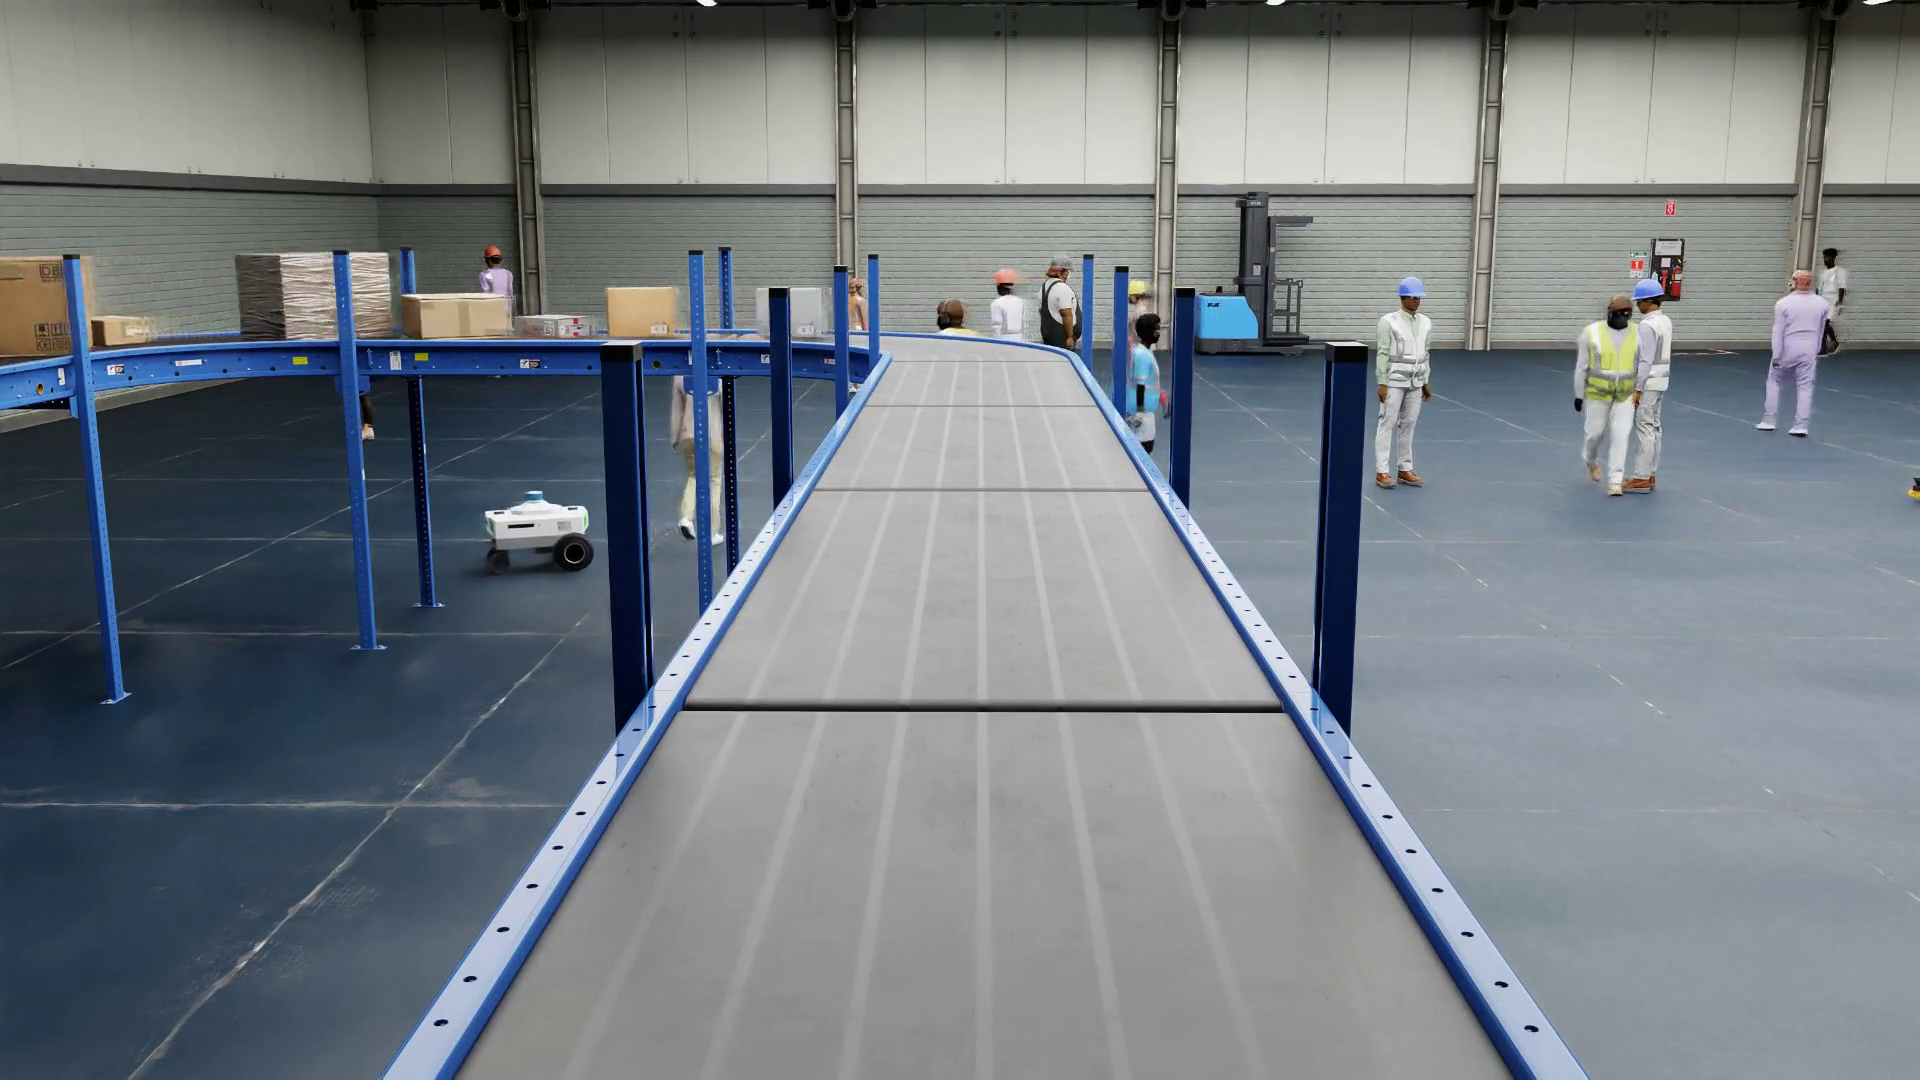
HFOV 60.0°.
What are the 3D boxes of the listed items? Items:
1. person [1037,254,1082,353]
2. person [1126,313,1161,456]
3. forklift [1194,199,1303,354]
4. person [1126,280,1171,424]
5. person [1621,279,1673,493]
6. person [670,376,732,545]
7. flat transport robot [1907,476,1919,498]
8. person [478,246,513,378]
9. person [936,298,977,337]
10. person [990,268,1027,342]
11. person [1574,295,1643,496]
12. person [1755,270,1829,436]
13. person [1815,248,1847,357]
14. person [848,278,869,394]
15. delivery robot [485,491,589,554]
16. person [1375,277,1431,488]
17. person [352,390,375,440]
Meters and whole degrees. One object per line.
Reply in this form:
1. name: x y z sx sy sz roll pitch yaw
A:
1. person: 1.307 -2.607 21.233 0.538 2.000 0.684 -5 12 -25
2. person: 1.526 -1.157 14.611 0.566 1.678 0.536 0 11 2
3. forklift: 5.313 -4.851 30.603 1.873 2.768 1.129 0 11 1
4. person: 2.235 -2.276 20.201 0.680 1.744 0.530 1 11 7
5. person: 6.288 -1.413 15.243 0.394 1.943 0.602 8 14 36
6. person: -1.974 -0.757 12.717 0.549 1.610 0.412 3 11 14
7. flat transport robot: 9.123 -0.396 14.430 0.652 0.197 1.431 -7 13 -32
8. person: -7.297 -3.580 26.118 0.379 2.044 0.607 8 14 36
9. person: -0.038 -1.168 14.325 0.803 1.816 0.632 6 13 29
10. person: 0.633 -2.295 19.914 0.557 1.901 0.956 -9 14 -39
11. person: 5.963 -1.344 15.256 0.670 1.813 0.740 2 11 12
12. person: 9.639 -2.171 19.267 0.640 1.884 0.789 0 11 0
13. person: 15.512 -4.242 29.743 0.419 1.952 0.641 -2 11 -12
14. person: -1.472 -2.888 23.604 0.311 1.639 0.513 -10 15 -41
15. delivery robot: -3.049 -0.108 11.979 0.707 0.478 0.477 -4 12 -19
16. person: 4.142 -1.473 15.533 0.602 1.949 0.391 -5 12 -24
17. person: -6.818 -1.985 18.813 0.317 1.695 0.540 -4 12 -19
